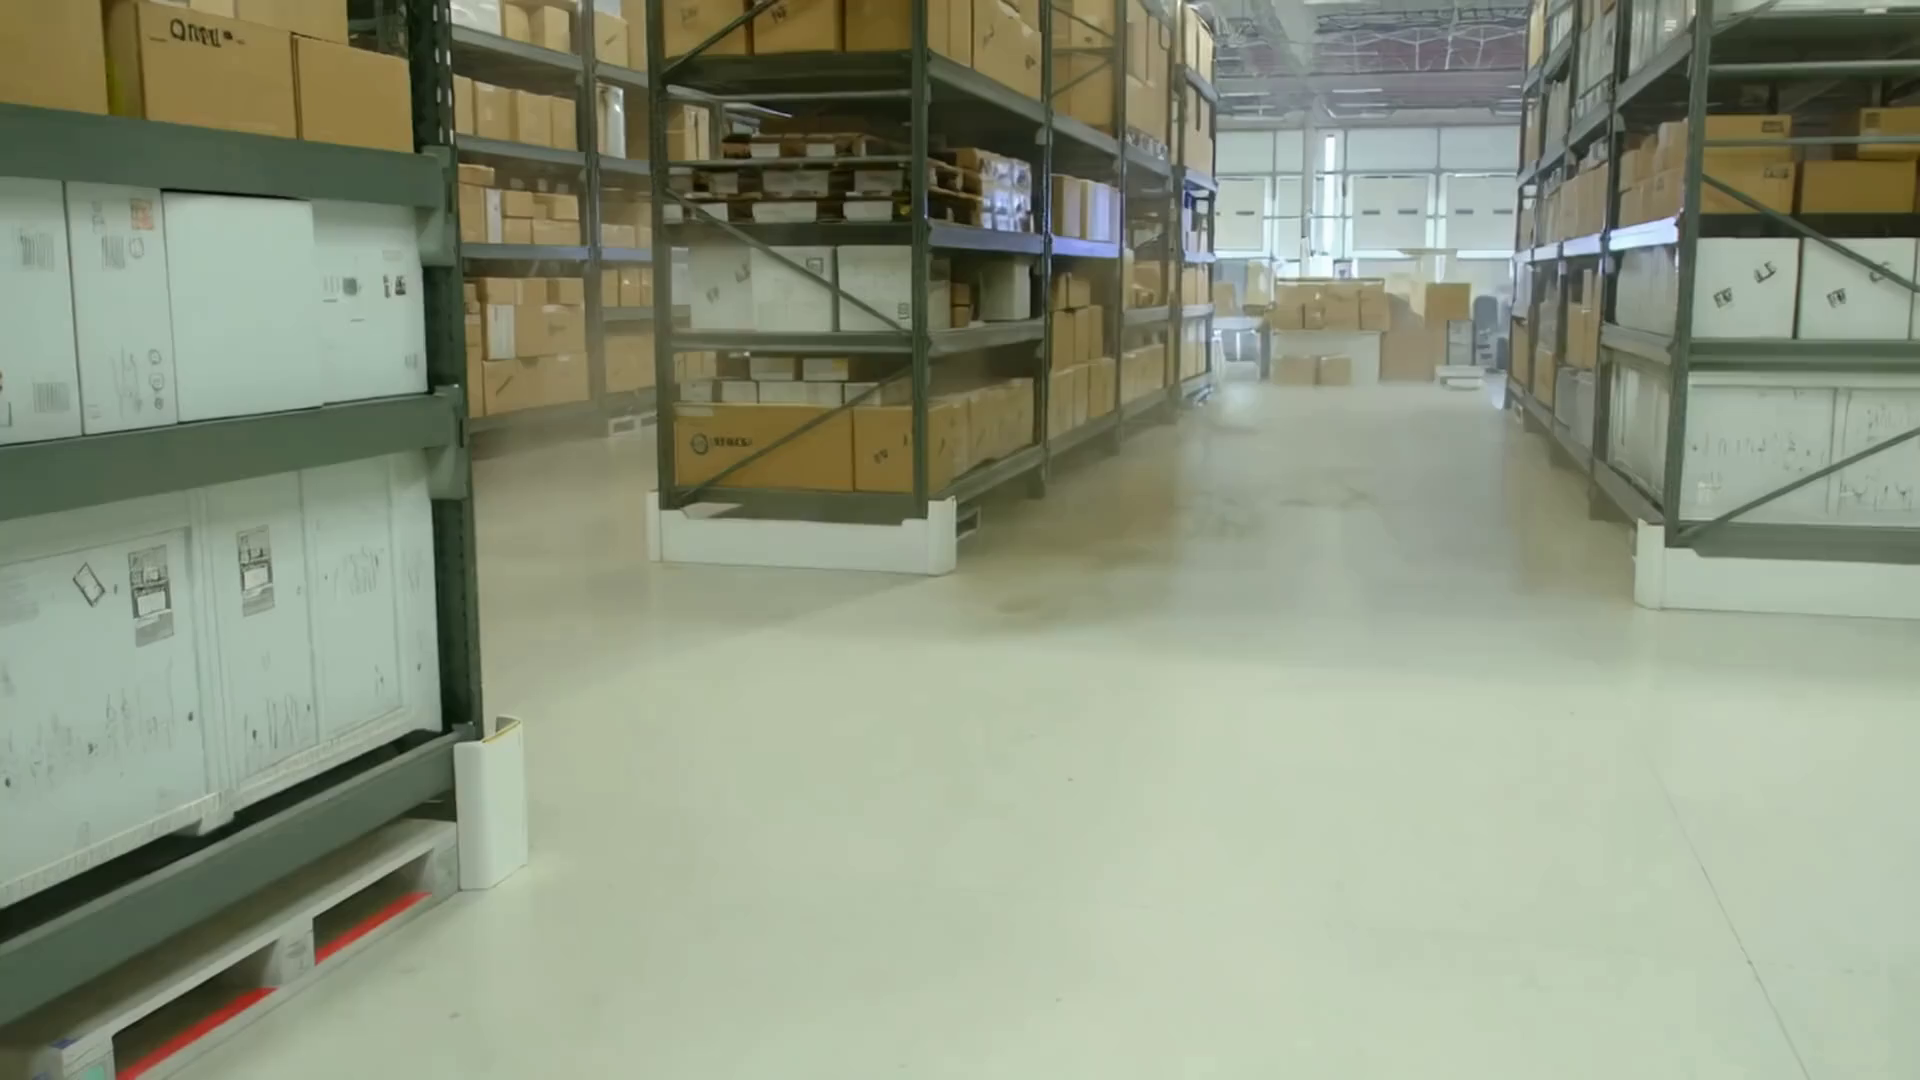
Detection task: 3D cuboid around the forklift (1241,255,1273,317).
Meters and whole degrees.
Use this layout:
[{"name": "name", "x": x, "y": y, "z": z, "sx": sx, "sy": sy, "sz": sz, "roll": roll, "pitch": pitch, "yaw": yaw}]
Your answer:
[{"name": "forklift", "x": 10.551, "y": -8.662, "z": 58.805, "sx": 1.129, "sy": 2.768, "sz": 1.873, "roll": 2, "pitch": 9, "yaw": 15}]

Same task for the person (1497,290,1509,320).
[{"name": "person", "x": 16.599, "y": -6.786, "z": 50.750, "sx": 0.890, "sy": 1.644, "sz": 0.549, "roll": 8, "pitch": 12, "yaw": 40}]

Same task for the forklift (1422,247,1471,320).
[{"name": "forklift", "x": 12.581, "y": -6.282, "z": 43.685, "sx": 1.873, "sy": 2.768, "sz": 1.129, "roll": -6, "pitch": 11, "yaw": -34}]

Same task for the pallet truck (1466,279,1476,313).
[{"name": "pallet truck", "x": 18.896, "y": -8.459, "z": 60.307, "sx": 1.885, "sy": 1.965, "sz": 0.823, "roll": 5, "pitch": 10, "yaw": 31}]
